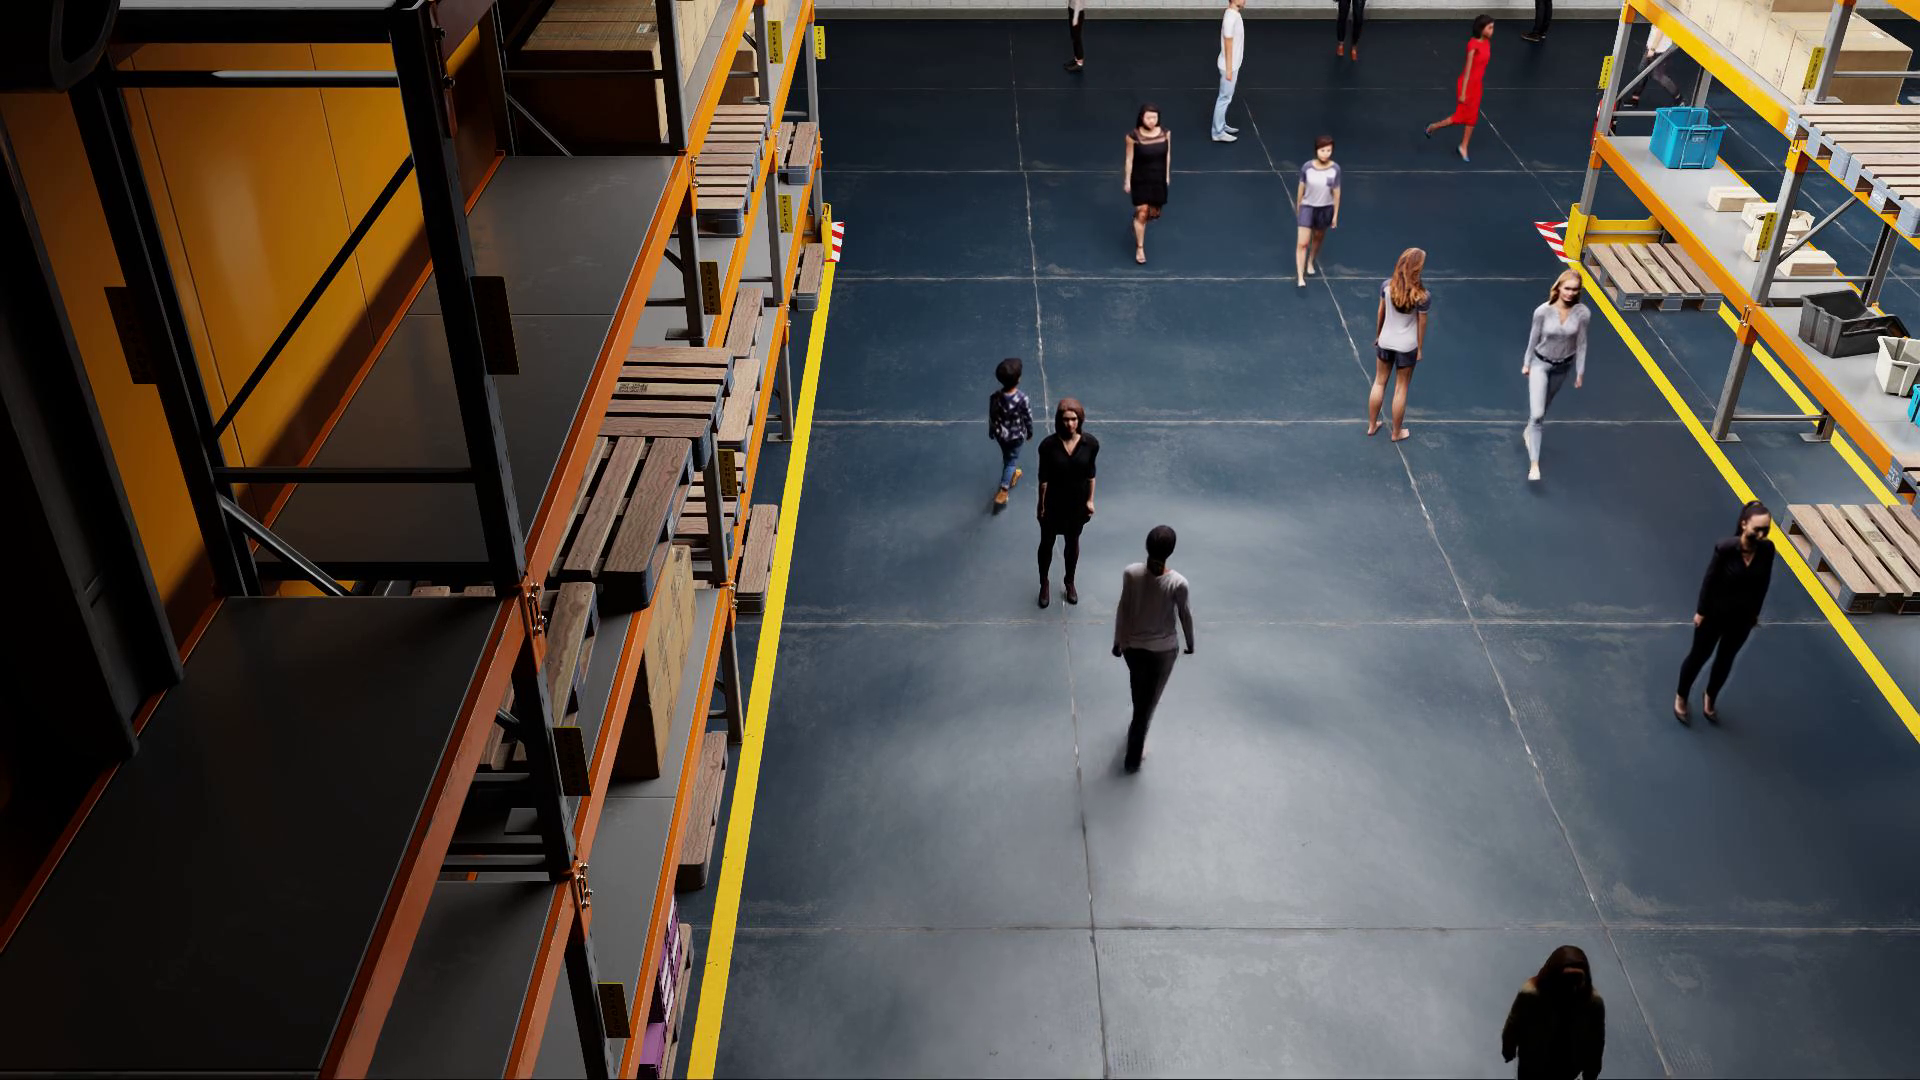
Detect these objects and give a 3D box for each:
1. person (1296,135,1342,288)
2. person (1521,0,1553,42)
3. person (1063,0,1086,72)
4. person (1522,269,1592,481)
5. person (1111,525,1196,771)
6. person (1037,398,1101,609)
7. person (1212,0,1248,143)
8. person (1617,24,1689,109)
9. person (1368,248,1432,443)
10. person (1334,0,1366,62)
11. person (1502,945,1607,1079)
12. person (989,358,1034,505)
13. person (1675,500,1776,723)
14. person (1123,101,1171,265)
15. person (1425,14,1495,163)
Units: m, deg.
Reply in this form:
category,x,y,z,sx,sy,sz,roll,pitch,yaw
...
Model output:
category,x,y,z,sx,sy,sz,roll,pitch,yaw
person,3.598,-3.365,16.819,0.599,1.525,0.991,3,34,4
person,8.323,-8.016,23.574,0.707,1.793,0.746,-25,41,-33
person,1.583,-7.108,22.489,0.622,1.481,0.427,-3,34,-5
person,4.859,-1.426,13.704,0.757,1.744,1.201,5,34,8
person,1.160,0.726,10.463,0.869,1.748,1.024,15,36,21
person,0.753,-0.275,12.008,0.609,1.706,0.532,-4,34,-6
person,3.255,-5.788,20.161,0.771,1.861,0.564,6,34,9
person,8.898,-6.217,20.956,0.904,1.696,1.067,10,35,15
person,3.696,-1.647,14.049,0.682,1.730,0.724,24,40,31
person,5.412,-7.593,22.934,0.792,1.797,0.867,8,34,11
person,2.865,2.475,8.107,0.666,1.444,1.026,4,34,6
person,0.381,-0.851,13.304,0.712,1.229,0.911,14,36,20
person,4.997,0.487,10.857,0.570,1.710,0.472,-1,34,-1
person,1.906,-3.714,17.184,0.770,1.702,0.890,-8,34,-12
person,5.924,-5.320,19.575,0.956,1.731,0.906,25,41,33
